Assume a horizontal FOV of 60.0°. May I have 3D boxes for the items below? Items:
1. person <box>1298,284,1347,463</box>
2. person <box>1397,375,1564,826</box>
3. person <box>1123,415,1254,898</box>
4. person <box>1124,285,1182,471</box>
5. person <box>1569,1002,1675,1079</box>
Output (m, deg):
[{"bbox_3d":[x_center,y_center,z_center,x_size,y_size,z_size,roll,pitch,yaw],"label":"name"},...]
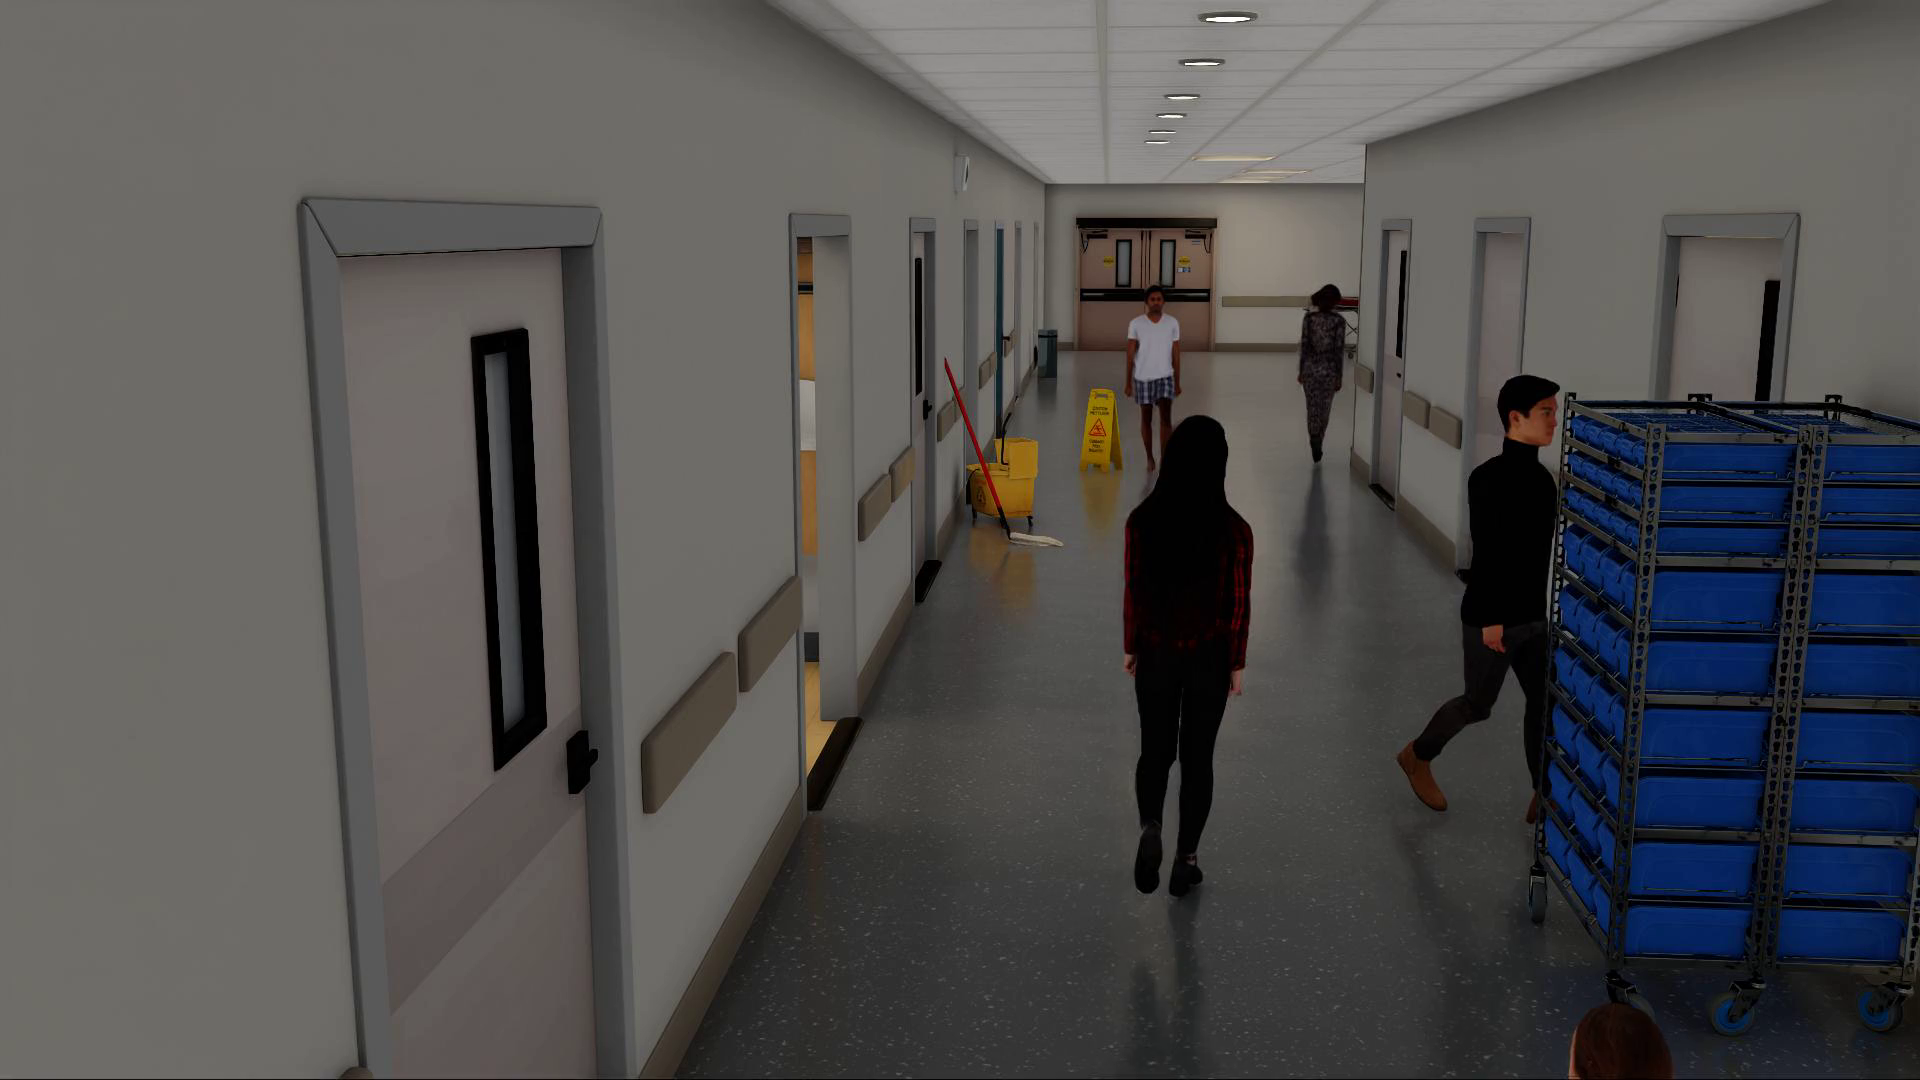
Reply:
[{"bbox_3d":[3.418,-1.546,15.804,0.788,1.675,1.166,3,11,17],"label":"person"},{"bbox_3d":[2.016,0.243,6.285,1.026,1.711,1.121,-8,13,-35],"label":"person"},{"bbox_3d":[0.720,0.432,5.476,0.693,1.641,0.871,4,11,18],"label":"person"},{"bbox_3d":[1.794,-1.487,15.404,0.662,1.709,0.818,1,11,5],"label":"person"},{"bbox_3d":[1.068,1.264,2.762,0.475,1.016,0.496,-3,11,-17],"label":"person"}]
